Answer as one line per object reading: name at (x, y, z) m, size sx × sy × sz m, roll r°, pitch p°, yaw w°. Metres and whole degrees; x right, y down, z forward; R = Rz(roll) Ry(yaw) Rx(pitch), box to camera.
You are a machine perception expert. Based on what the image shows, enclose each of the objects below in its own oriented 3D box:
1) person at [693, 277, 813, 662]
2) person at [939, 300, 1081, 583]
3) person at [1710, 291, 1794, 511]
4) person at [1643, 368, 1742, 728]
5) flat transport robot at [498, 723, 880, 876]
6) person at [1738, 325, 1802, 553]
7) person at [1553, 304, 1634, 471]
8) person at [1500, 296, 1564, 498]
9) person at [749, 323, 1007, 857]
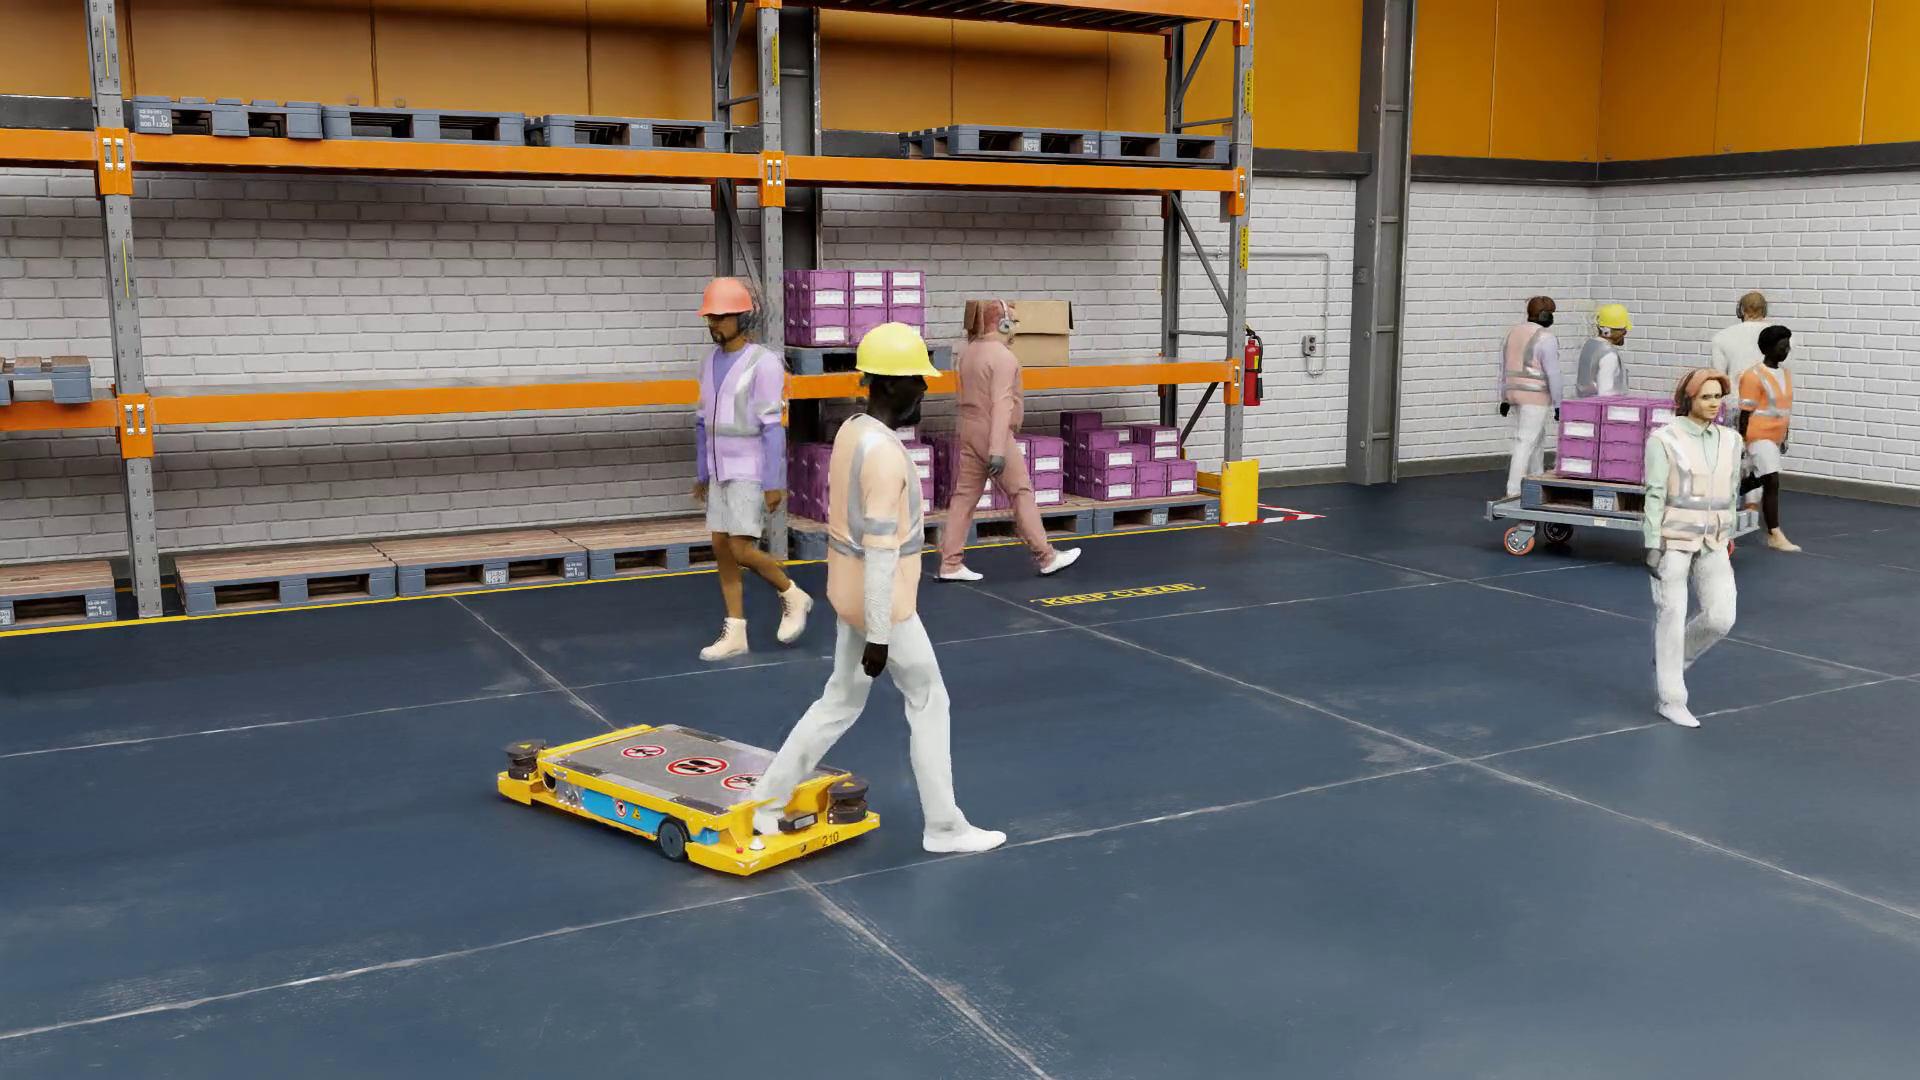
person at (-1.137, -0.372, 8.803) m, size 0.571 × 2.025 × 0.610 m, roll -9°, pitch 13°, yaw -44°
person at (0.295, -0.643, 10.961) m, size 0.989 × 1.847 × 0.668 m, roll -5°, pitch 10°, yaw -26°
person at (6.391, -1.068, 13.479) m, size 0.647 × 1.895 × 0.973 m, roll 3°, pitch 10°, yaw 19°
person at (3.296, 0.030, 7.551) m, size 0.520 × 1.627 × 0.412 m, roll -2°, pitch 10°, yaw -13°
flat transport robot at (-1.042, 0.924, 6.224) m, size 1.431 × 0.197 × 0.652 m, roll 8°, pitch 12°, yaw 40°
person at (5.894, -0.771, 12.349) m, size 0.530 × 1.669 × 0.817 m, roll -7°, pitch 11°, yaw -35°
person at (5.240, -1.059, 13.774) m, size 0.904 × 1.783 × 0.610 m, roll 0°, pitch 9°, yaw -2°
person at (5.093, -1.212, 14.534) m, size 0.751 × 1.817 × 0.637 m, roll -2°, pitch 10°, yaw -14°
person at (-0.340, 0.195, 5.749) m, size 0.927 × 1.893 × 0.592 m, roll -3°, pitch 10°, yaw -18°
